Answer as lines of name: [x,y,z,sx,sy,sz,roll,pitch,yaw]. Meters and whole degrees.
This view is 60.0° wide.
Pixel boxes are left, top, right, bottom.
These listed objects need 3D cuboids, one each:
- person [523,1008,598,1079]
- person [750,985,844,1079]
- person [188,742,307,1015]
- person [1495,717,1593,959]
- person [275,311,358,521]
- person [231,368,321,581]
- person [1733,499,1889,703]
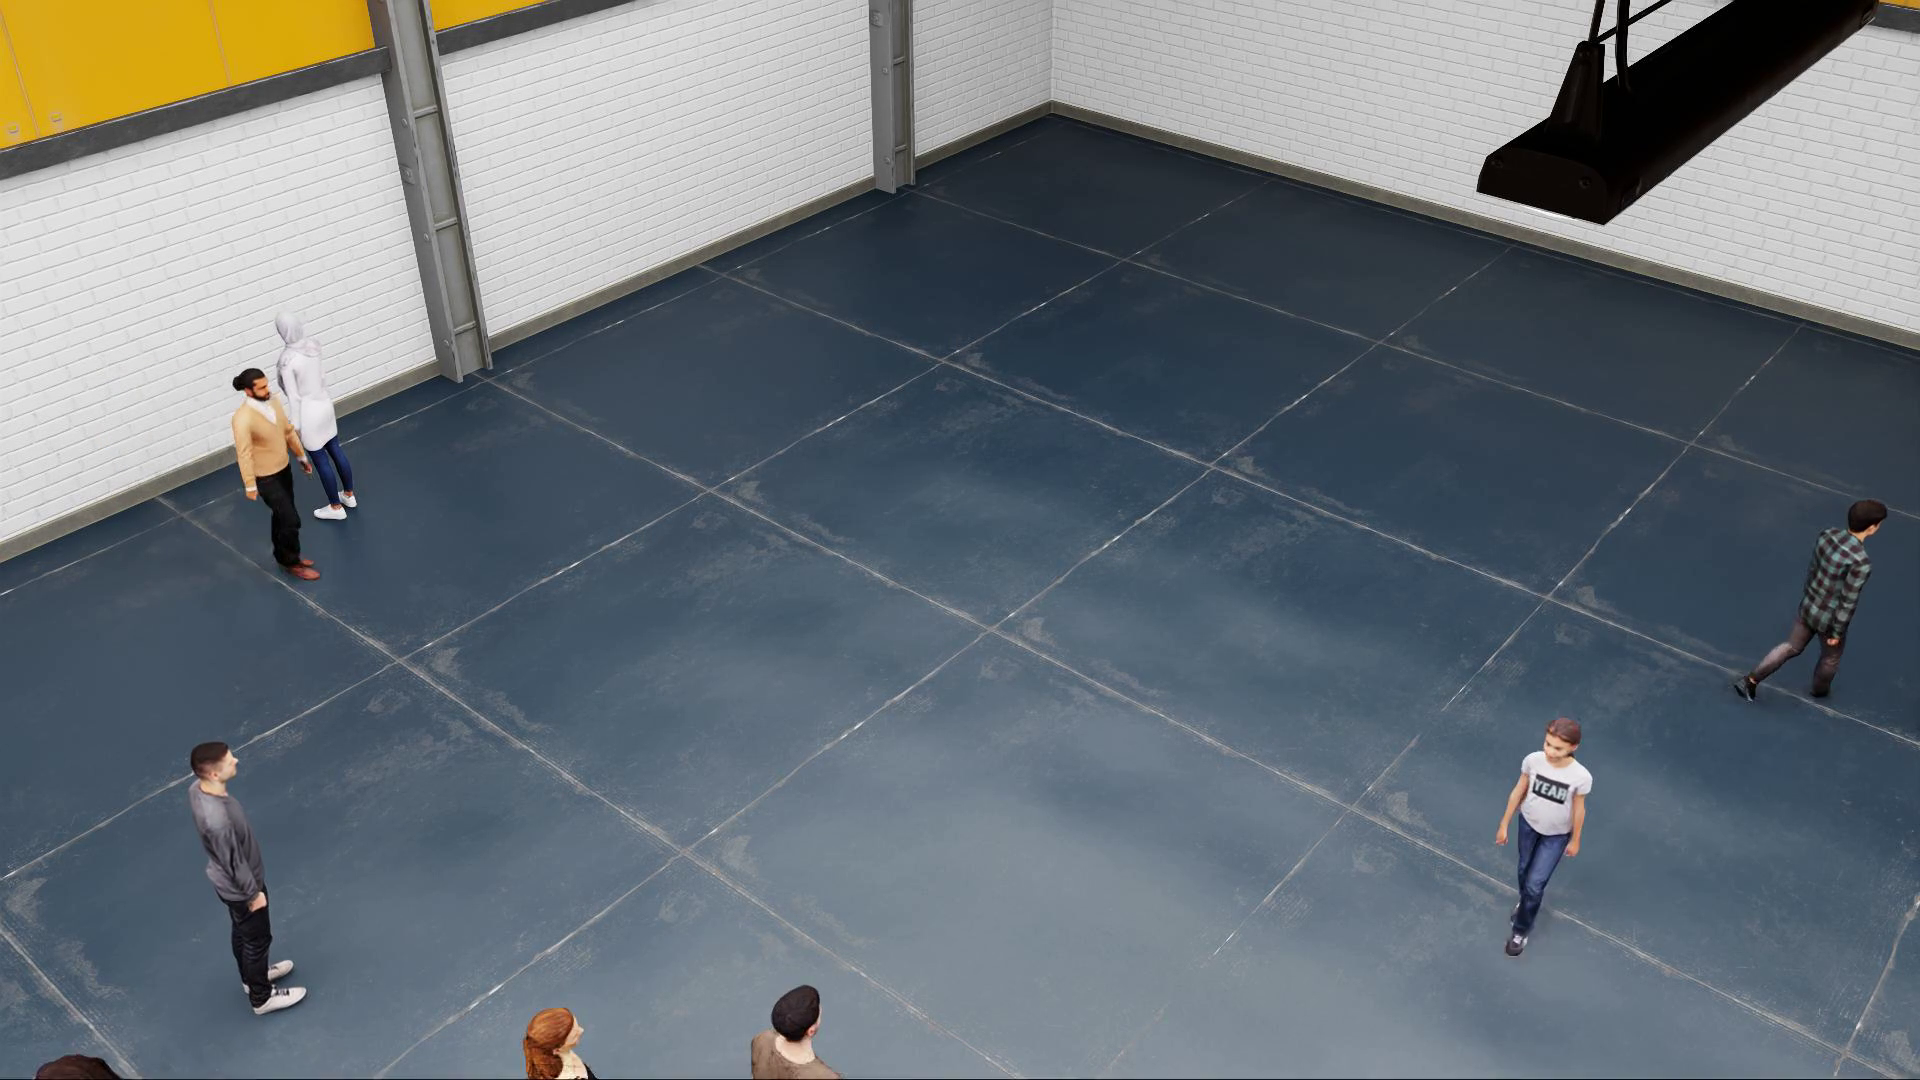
person: [-1.845,2.747,7.564,0.612,1.614,0.632,29,43,36]
person: [-0.743,2.748,7.361,0.664,1.838,1.153,24,41,32]
person: [-3.853,1.802,8.856,0.635,1.759,0.671,-21,39,-28]
person: [3.327,1.577,9.391,0.555,1.541,0.735,25,41,33]
person: [-5.056,-0.977,13.022,0.741,1.776,0.603,10,35,15]
person: [-5.191,-0.505,12.351,0.871,1.732,0.802,5,34,7]
person: [5.716,0.464,11.146,1.163,1.687,1.039,-9,35,-13]
